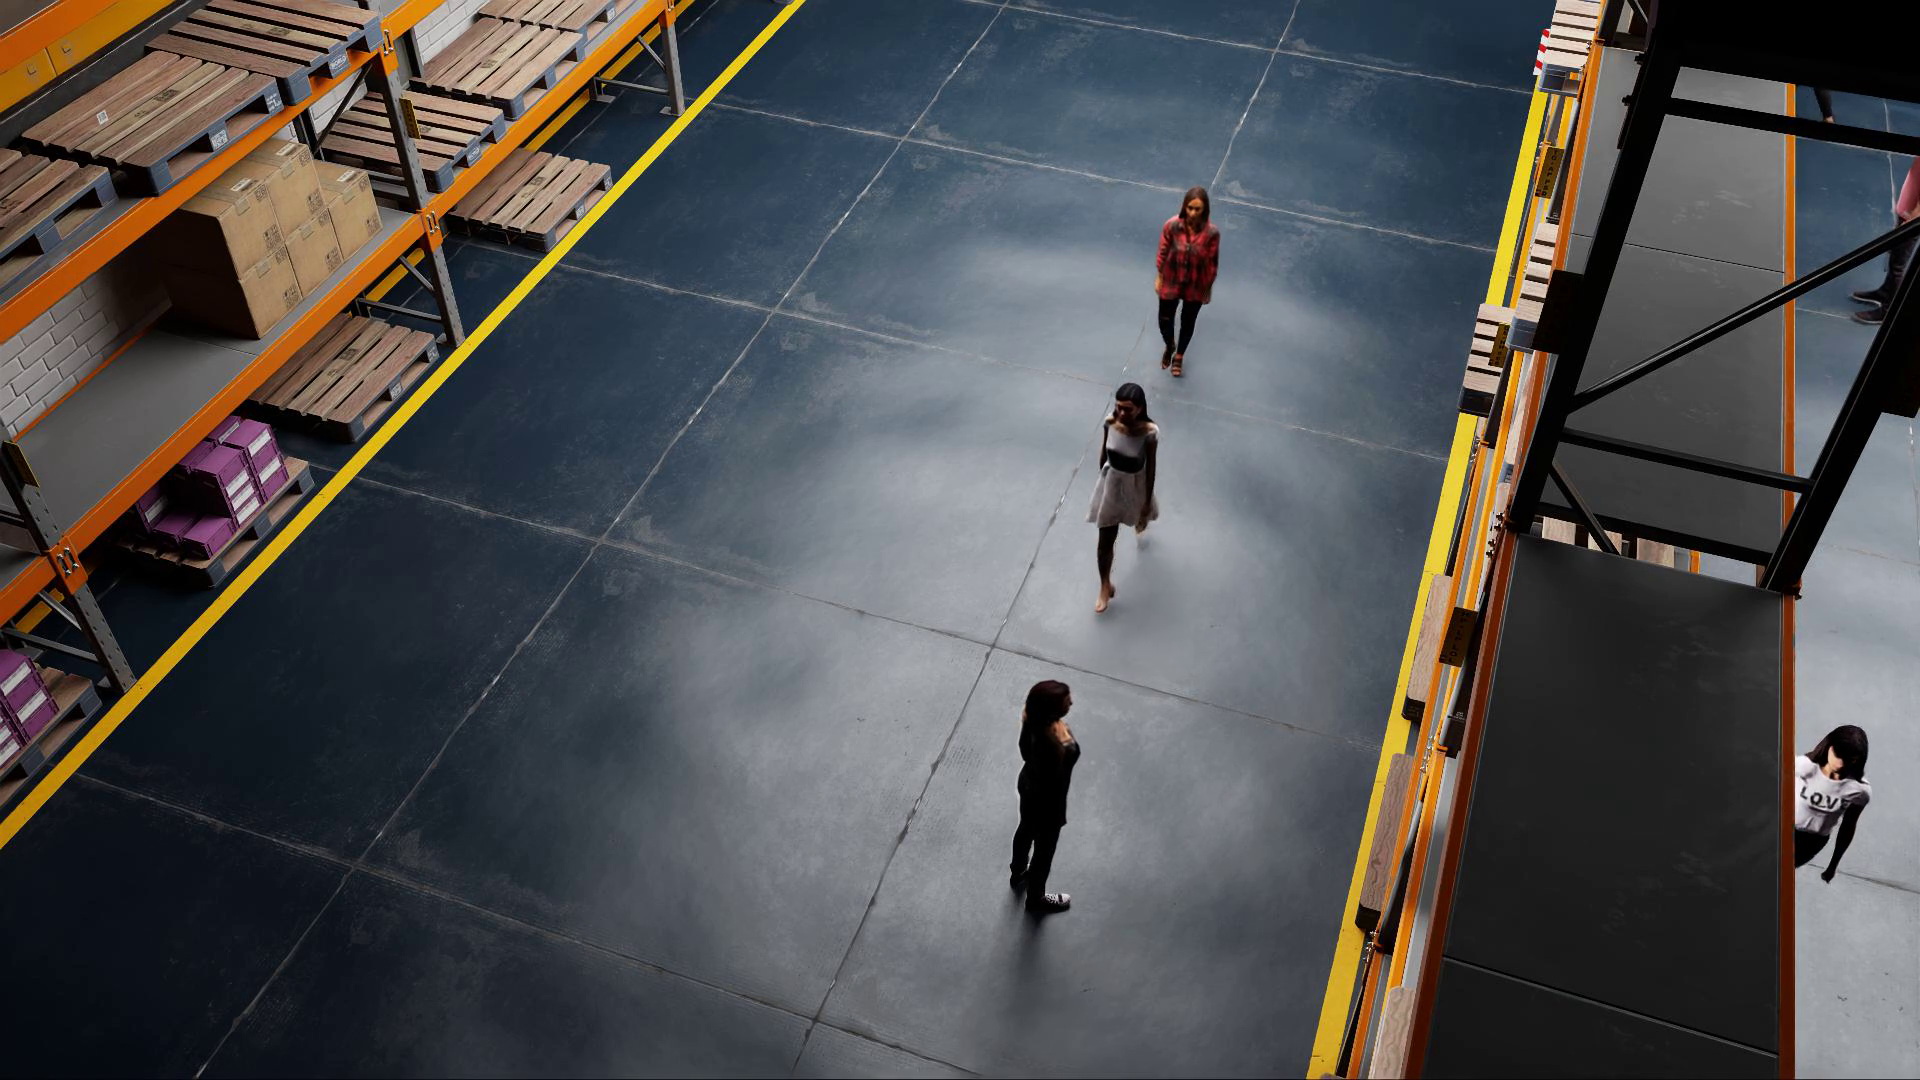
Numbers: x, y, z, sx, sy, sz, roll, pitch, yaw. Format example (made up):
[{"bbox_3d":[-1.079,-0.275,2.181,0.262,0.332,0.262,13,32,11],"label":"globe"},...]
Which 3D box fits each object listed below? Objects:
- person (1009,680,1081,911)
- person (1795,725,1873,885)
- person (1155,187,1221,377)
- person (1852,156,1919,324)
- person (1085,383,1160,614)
[{"bbox_3d":[0.451,1.409,9.249,0.759,1.769,0.690,-16,46,-16],"label":"person"},{"bbox_3d":[4.562,1.551,9.109,0.637,1.756,0.852,16,46,16],"label":"person"},{"bbox_3d":[1.758,-2.036,12.920,0.663,1.693,0.656,9,44,9],"label":"person"},{"bbox_3d":[7.705,-2.639,13.362,0.666,1.955,0.494,15,46,16],"label":"person"},{"bbox_3d":[1.151,-0.365,11.133,0.645,1.738,1.165,17,46,17],"label":"person"}]
